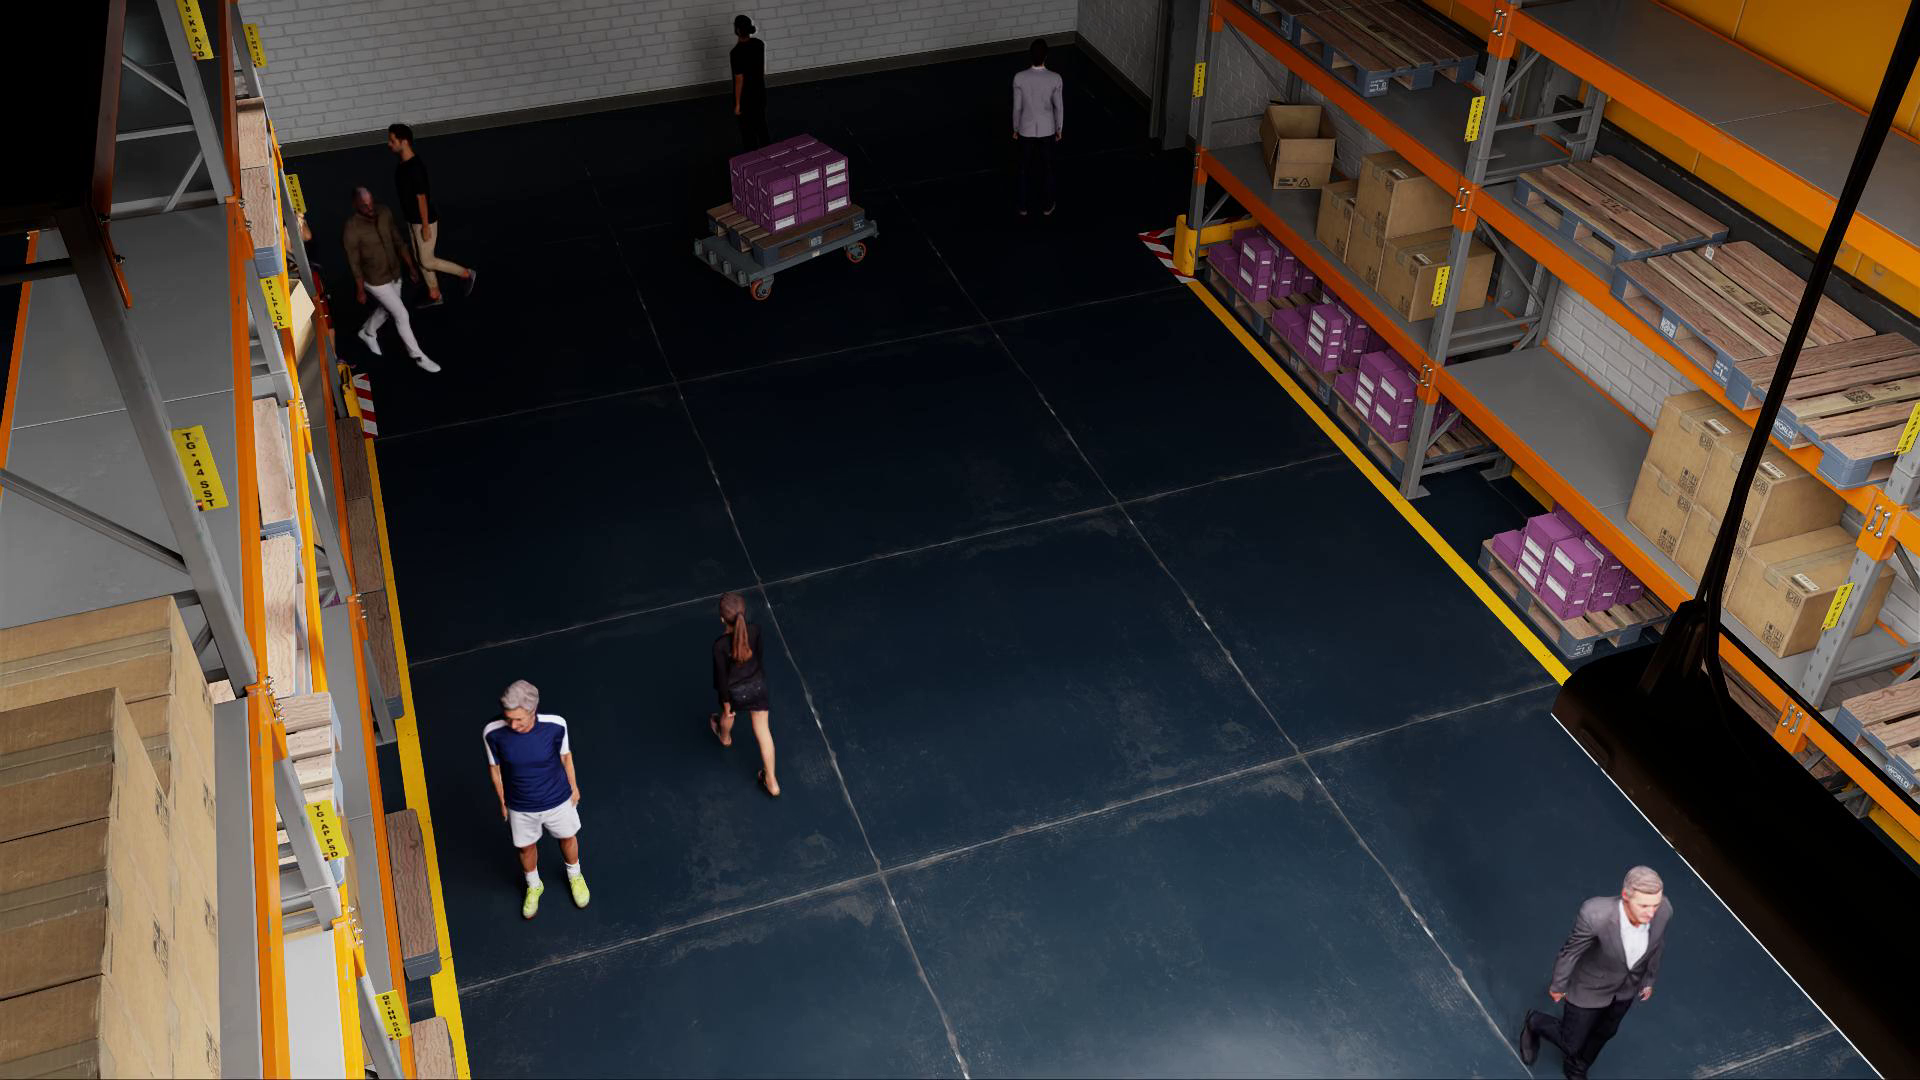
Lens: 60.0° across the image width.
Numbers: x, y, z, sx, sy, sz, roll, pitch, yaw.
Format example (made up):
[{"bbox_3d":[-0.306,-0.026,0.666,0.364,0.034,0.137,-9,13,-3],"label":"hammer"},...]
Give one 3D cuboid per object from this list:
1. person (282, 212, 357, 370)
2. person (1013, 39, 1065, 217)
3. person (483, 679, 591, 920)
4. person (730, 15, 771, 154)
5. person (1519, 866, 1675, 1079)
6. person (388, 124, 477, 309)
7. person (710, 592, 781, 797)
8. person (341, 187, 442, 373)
[{"bbox_3d":[-5.810,-2.245,14.602,0.898,1.709,0.935,6,39,7],"label":"person"},{"bbox_3d":[0.781,-4.186,16.917,0.755,1.853,0.720,1,39,2],"label":"person"},{"bbox_3d":[-2.497,1.493,9.824,0.654,1.831,0.584,-9,39,-11],"label":"person"},{"bbox_3d":[-2.229,-4.702,17.640,0.744,1.757,0.715,22,44,25],"label":"person"},{"bbox_3d":[3.381,2.282,8.842,0.767,1.823,0.800,-9,40,-11],"label":"person"},{"bbox_3d":[-4.917,-2.992,15.432,0.840,1.840,0.868,-24,44,-27],"label":"person"},{"bbox_3d":[-1.351,0.999,10.695,0.636,1.516,1.078,-19,42,-22],"label":"person"},{"bbox_3d":[-5.142,-2.325,14.637,1.260,1.791,1.212,13,40,16],"label":"person"}]
